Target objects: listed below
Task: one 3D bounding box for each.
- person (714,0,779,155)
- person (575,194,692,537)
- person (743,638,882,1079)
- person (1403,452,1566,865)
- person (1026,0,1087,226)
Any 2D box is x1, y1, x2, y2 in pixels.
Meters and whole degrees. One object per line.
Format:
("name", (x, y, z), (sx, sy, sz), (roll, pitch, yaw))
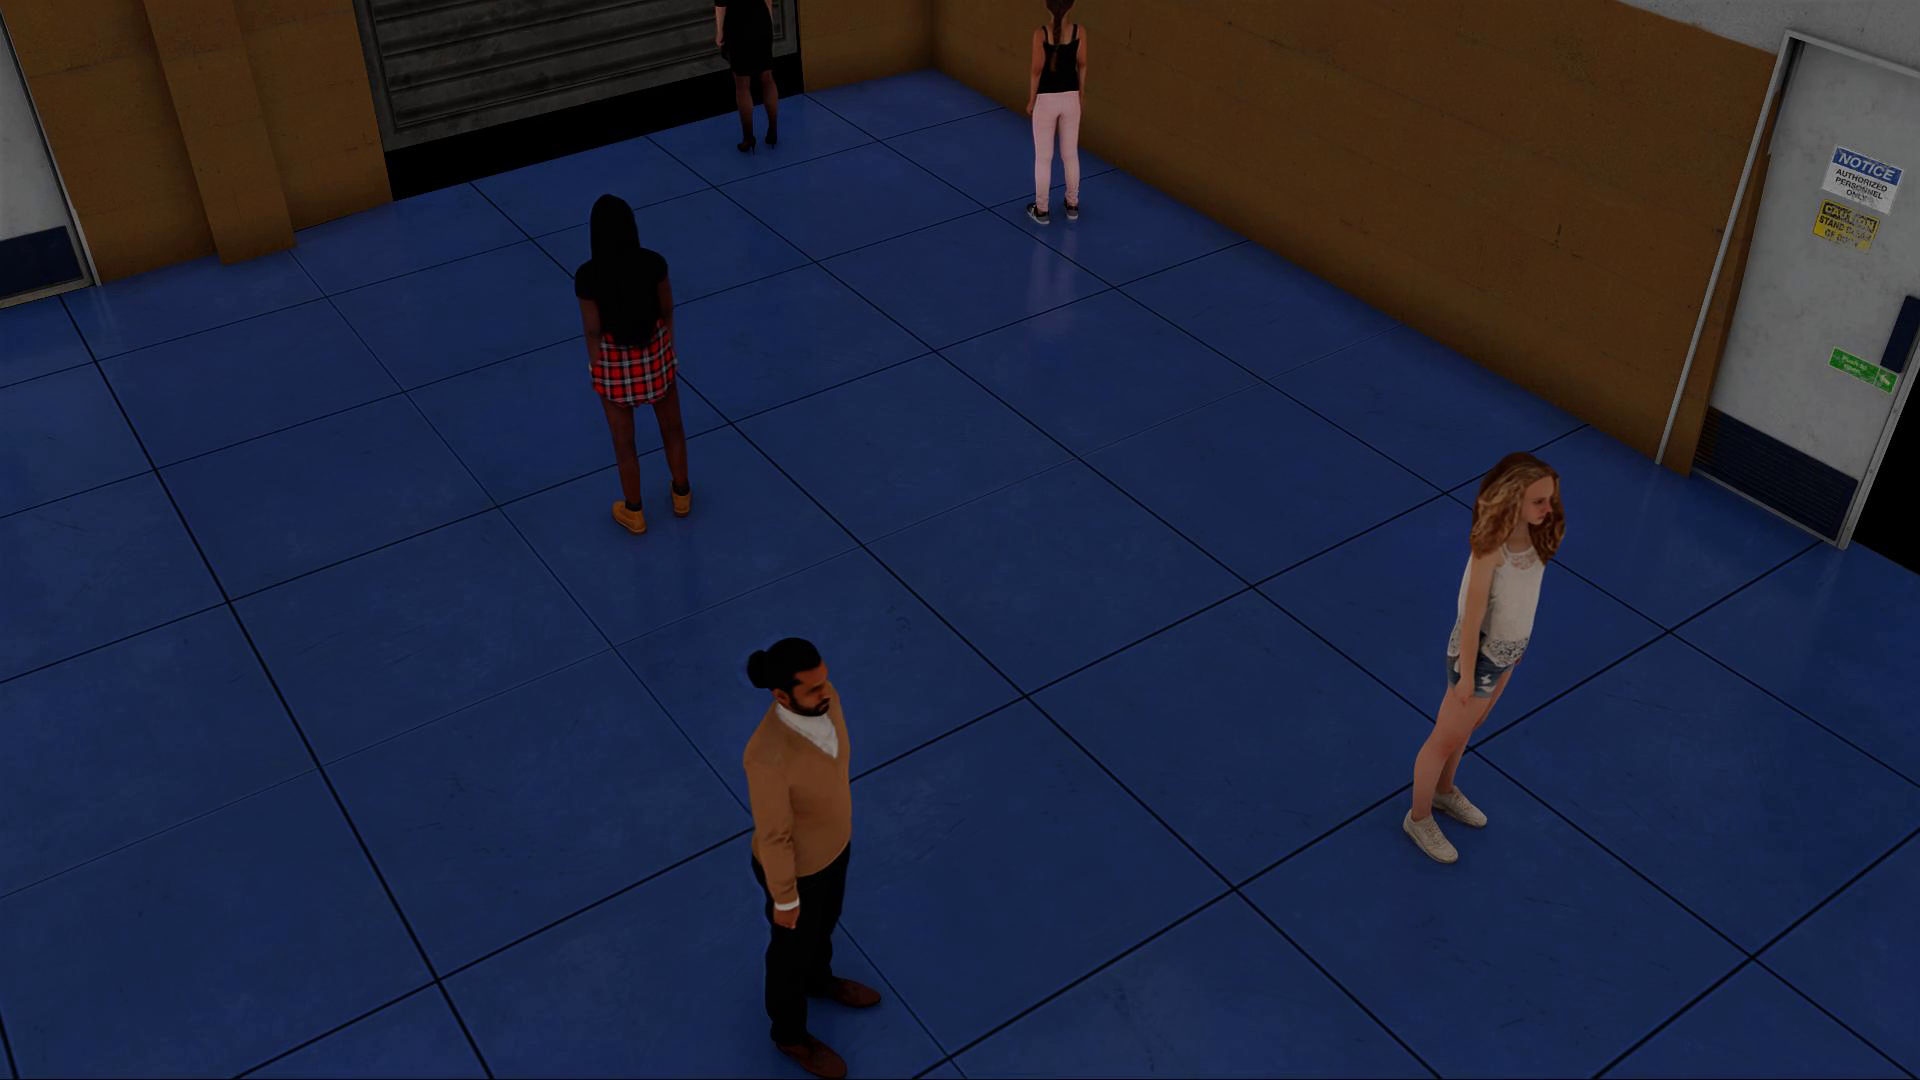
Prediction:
("person", (-1.455, -3.478, 11.347), (0.445, 1.704, 0.654), (-20, 41, -25))
("person", (-1.525, -0.813, 7.790), (0.544, 1.728, 0.679), (-19, 41, -24))
("person", (-0.498, 0.998, 5.357), (0.813, 1.753, 0.719), (11, 38, 15))
("person", (1.905, 0.423, 6.118), (0.669, 1.759, 0.521), (29, 46, 33))
("person", (0.613, -2.767, 10.531), (0.541, 1.564, 0.658), (-9, 38, -11))
